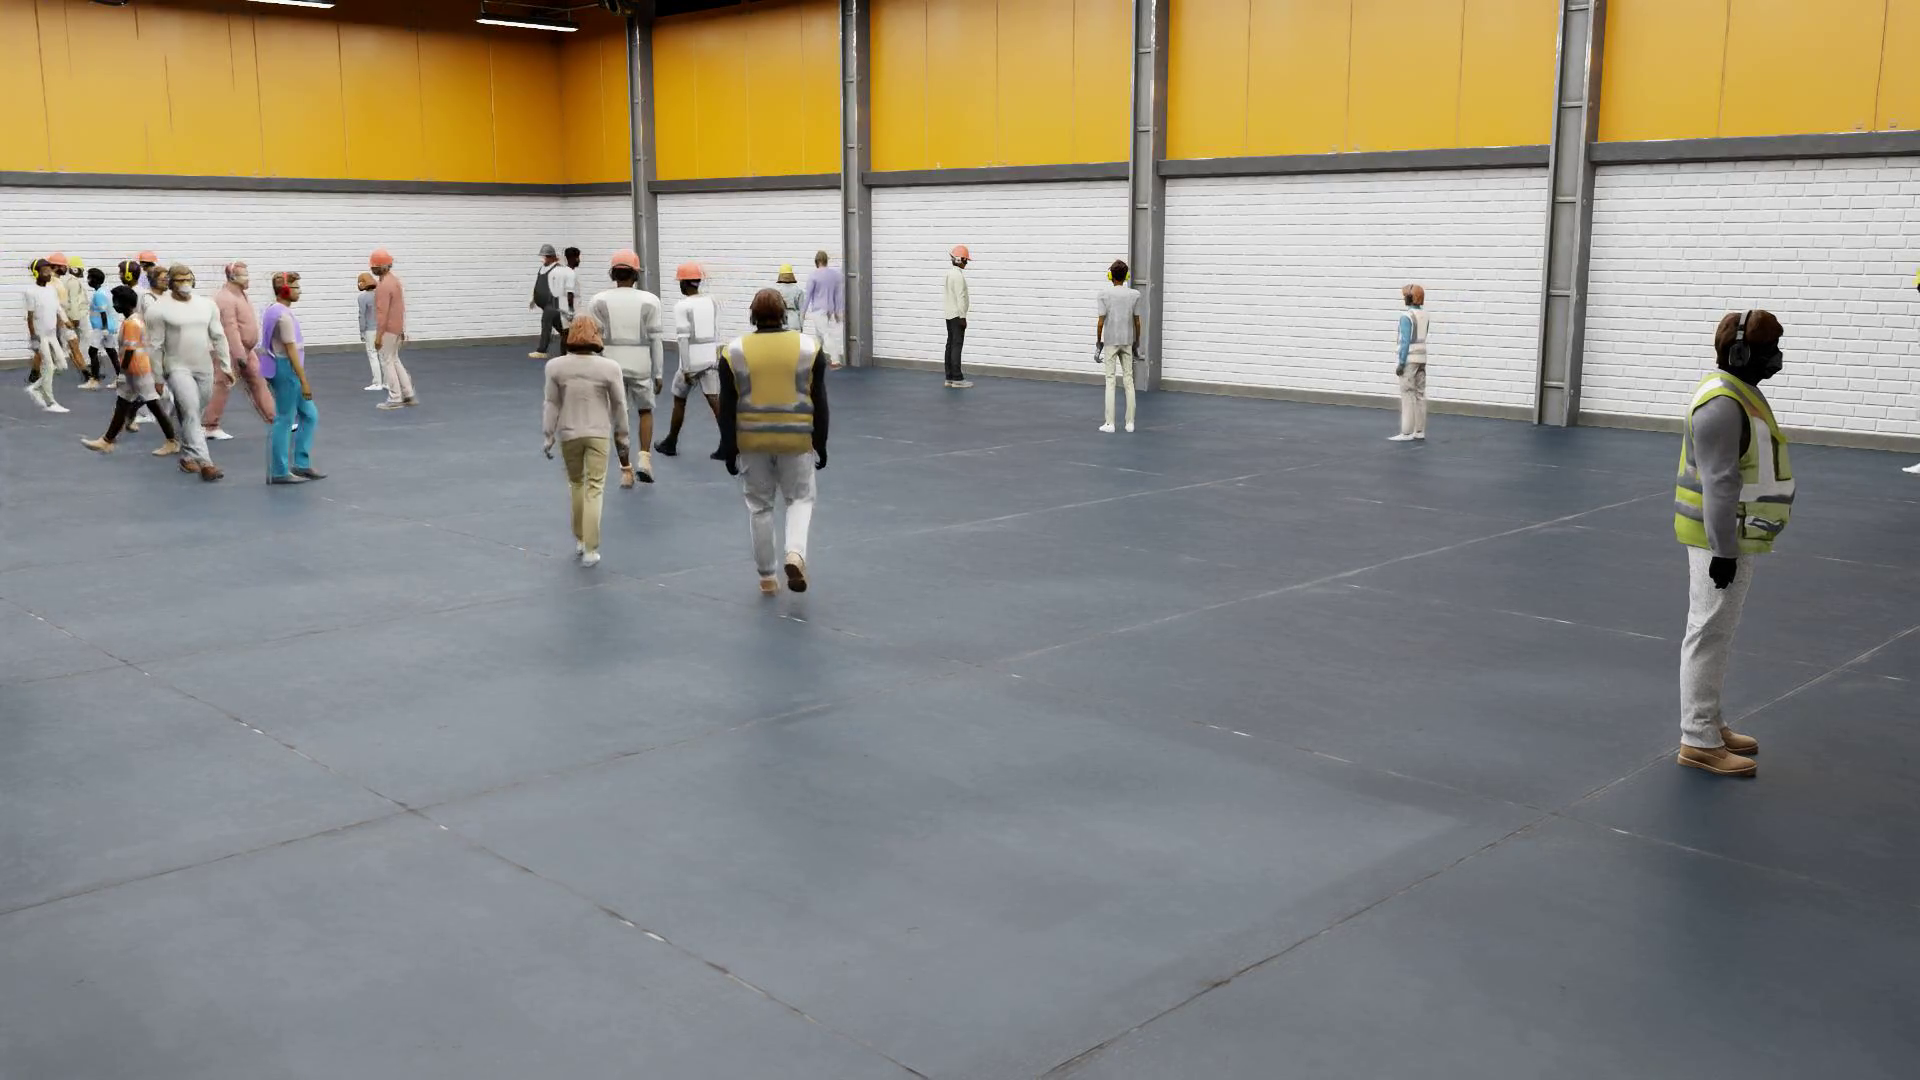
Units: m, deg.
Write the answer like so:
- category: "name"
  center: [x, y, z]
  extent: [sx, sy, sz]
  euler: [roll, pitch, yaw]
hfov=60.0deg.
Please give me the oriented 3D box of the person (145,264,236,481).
- category: "person"
  center: [-6.790, -1.483, 14.664]
  extent: [1.025, 1.891, 0.632]
  euler: [8, 13, 38]

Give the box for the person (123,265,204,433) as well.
- category: "person"
  center: [-8.619, -2.027, 17.821]
  extent: [0.855, 1.822, 0.522]
  euler: [0, 10, 2]

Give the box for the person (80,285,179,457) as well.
- category: "person"
  center: [-7.969, -1.598, 15.903]
  extent: [0.887, 1.642, 0.549]
  euler: [-6, 12, -28]

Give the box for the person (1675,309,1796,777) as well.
- category: "person"
  center: [3.096, 0.002, 6.678]
  extent: [0.429, 1.844, 0.625]
  euler: [6, 12, 28]

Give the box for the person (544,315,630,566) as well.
- category: "person"
  center: [-2.433, -0.668, 10.941]
  extent: [0.532, 1.606, 0.695]
  euler: [0, 10, 1]

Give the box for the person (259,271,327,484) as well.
- category: "person"
  center: [-5.684, -1.384, 14.270]
  extent: [0.629, 1.820, 0.580]
  euler: [-5, 12, -27]

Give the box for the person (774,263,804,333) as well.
- category: "person"
  center: [-2.425, -2.997, 23.313]
  extent: [0.487, 1.737, 0.320]
  euler: [-4, 11, -22]

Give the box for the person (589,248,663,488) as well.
- category: "person"
  center: [-2.815, -1.443, 14.074]
  extent: [0.604, 2.028, 0.420]
  euler: [-2, 11, -8]

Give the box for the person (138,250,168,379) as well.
- category: "person"
  center: [-11.907, -3.300, 24.464]
  extent: [0.562, 1.918, 0.427]
  euler: [3, 11, 13]

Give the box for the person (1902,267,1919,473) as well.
- category: "person"
  center: [8.773, -1.531, 14.883]
  extent: [0.616, 1.897, 0.625]
  euler: [3, 11, 18]

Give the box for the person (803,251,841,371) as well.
- category: "person"
  center: [-2.189, -3.625, 26.346]
  extent: [1.025, 1.890, 0.632]
  euler: [8, 13, 38]

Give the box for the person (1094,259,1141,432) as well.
- category: "person"
  center: [1.707, -2.101, 18.066]
  extent: [0.512, 1.872, 0.330]
  euler: [-2, 11, -10]

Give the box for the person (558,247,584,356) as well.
- category: "person"
  center: [-6.183, -3.736, 26.788]
  extent: [0.681, 1.942, 0.612]
  euler: [-6, 12, -30]

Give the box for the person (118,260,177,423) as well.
- category: "person"
  center: [-9.253, -2.243, 18.876]
  extent: [0.516, 1.856, 0.530]
  euler: [1, 10, 4]

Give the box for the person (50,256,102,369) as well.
- category: "person"
  center: [-14.030, -3.575, 26.264]
  extent: [0.633, 1.809, 0.601]
  euler: [-9, 13, -39]

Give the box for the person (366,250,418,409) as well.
- category: "person"
  center: [-6.990, -2.576, 20.484]
  extent: [0.431, 1.938, 0.747]
  euler: [-1, 10, -4]

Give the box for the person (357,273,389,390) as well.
- category: "person"
  center: [-8.108, -2.874, 22.970]
  extent: [0.313, 1.623, 0.496]
  euler: [4, 11, 22]

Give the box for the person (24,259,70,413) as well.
- category: "person"
  center: [-11.044, -2.450, 20.002]
  extent: [0.481, 1.854, 0.559]
  euler: [1, 10, 7]

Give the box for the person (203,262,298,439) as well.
- category: "person"
  center: [-7.505, -1.969, 17.407]
  extent: [1.007, 1.850, 0.667]
  euler: [-1, 10, -4]

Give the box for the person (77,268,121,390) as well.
- category: "person"
  center: [-11.923, -2.897, 22.913]
  extent: [0.713, 1.669, 0.555]
  euler: [-4, 11, -23]

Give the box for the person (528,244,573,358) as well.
- category: "person"
  center: [-7.134, -4.233, 29.228]
  extent: [1.029, 2.000, 0.680]
  euler: [-8, 13, -35]

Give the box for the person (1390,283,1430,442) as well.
- category: "person"
  center: [4.695, -1.841, 17.284]
  extent: [0.309, 1.639, 0.522]
  euler: [9, 14, 42]

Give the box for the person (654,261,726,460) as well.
- category: "person"
  center: [-2.534, -1.707, 15.901]
  extent: [1.011, 1.887, 0.550]
  euler: [9, 14, 42]

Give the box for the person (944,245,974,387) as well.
- category: "person"
  center: [-0.030, -3.150, 23.471]
  extent: [0.393, 1.985, 0.611]
  euler: [-3, 11, -18]

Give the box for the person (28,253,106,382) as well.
- category: "person"
  center: [-13.008, -3.186, 23.986]
  extent: [1.047, 1.881, 0.541]
  euler: [-1, 10, -5]

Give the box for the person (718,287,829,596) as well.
- category: "person"
  center: [-1.088, -0.555, 9.740]
  extent: [0.645, 1.832, 0.507]
  euler: [-1, 10, -6]
